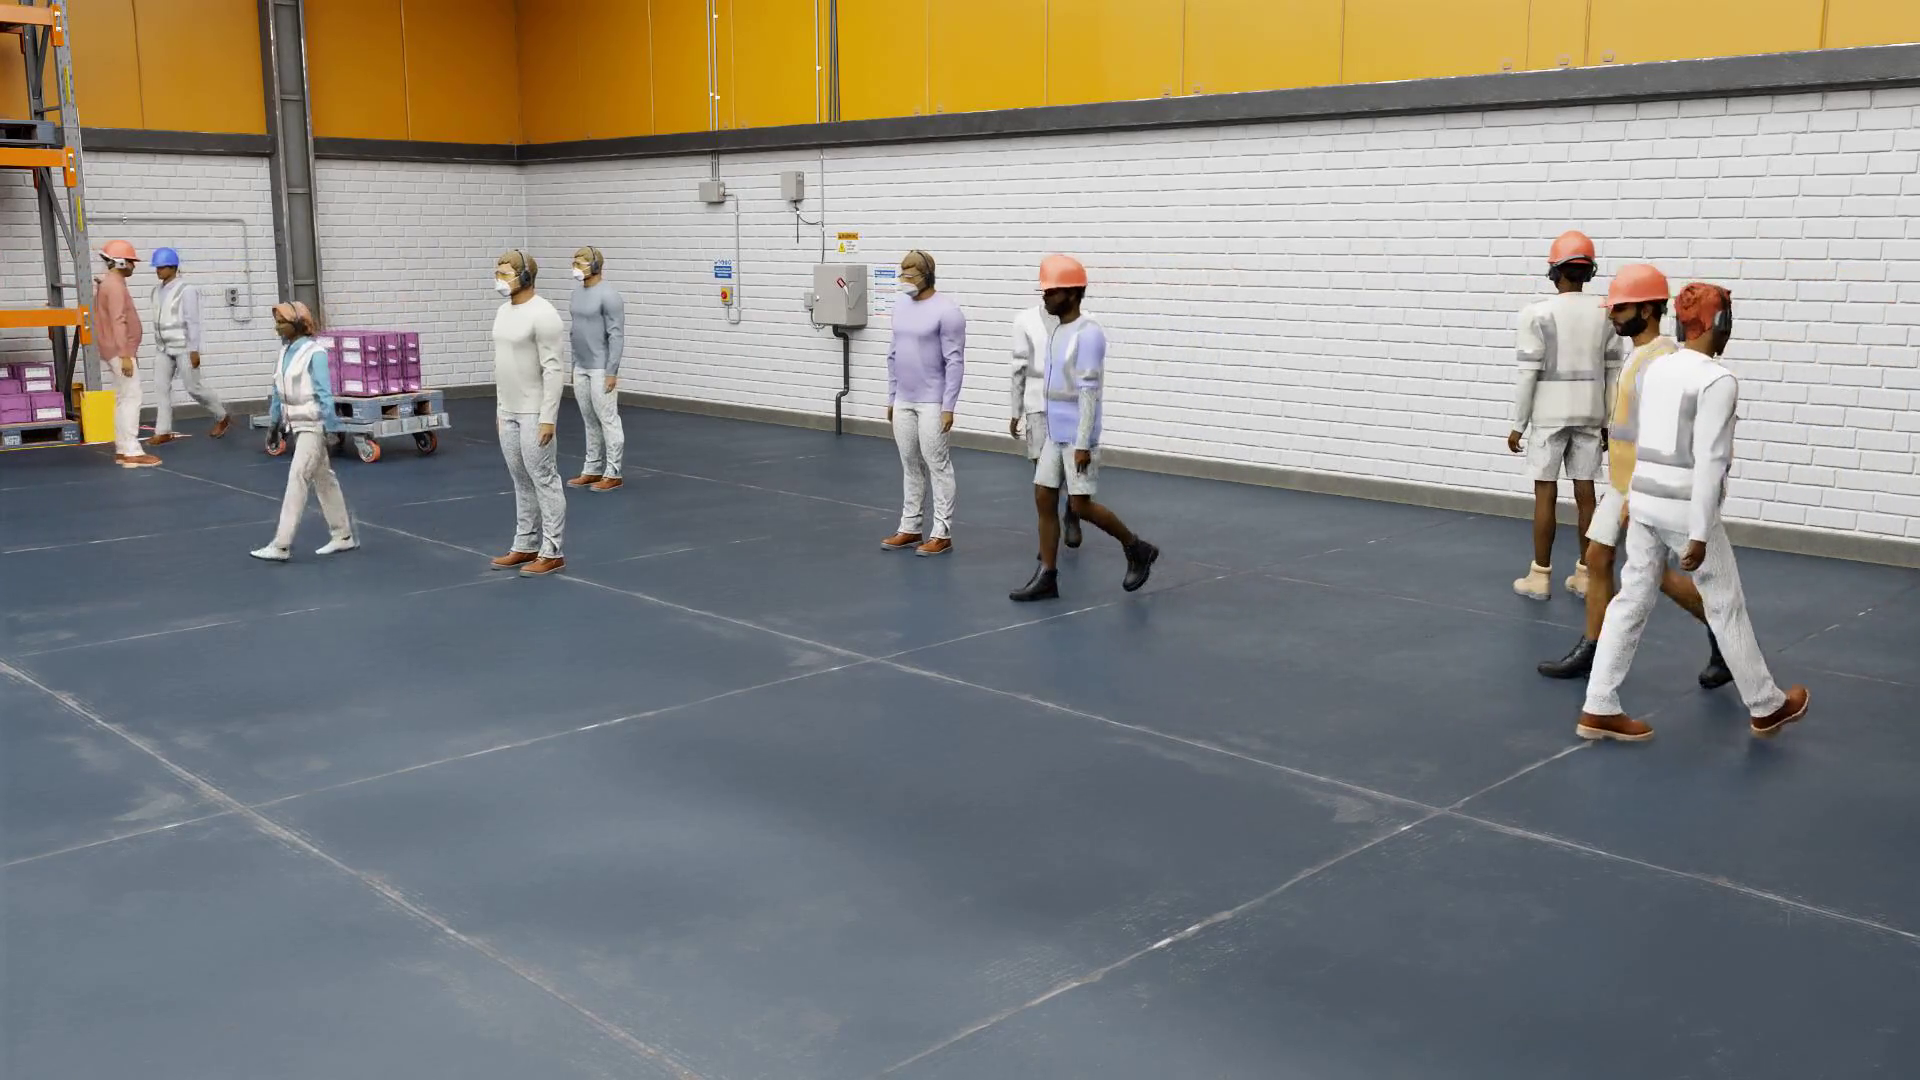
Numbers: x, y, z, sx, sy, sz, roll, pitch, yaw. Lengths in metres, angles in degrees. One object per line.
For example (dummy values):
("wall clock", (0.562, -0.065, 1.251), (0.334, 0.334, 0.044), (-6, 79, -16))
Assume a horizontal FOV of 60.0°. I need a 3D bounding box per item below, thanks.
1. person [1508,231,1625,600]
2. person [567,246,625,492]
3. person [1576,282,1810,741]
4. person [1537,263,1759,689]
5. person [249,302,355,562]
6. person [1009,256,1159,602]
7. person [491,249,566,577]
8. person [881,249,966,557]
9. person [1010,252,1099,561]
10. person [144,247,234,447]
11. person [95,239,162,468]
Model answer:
("person", (3.354, -0.682, 9.256), (0.605, 2.045, 0.381), (-1, 10, -5))
("person", (-2.891, -1.349, 13.191), (0.358, 1.938, 0.634), (-10, 14, -43))
("person", (2.936, -0.101, 6.654), (0.965, 1.828, 0.574), (-3, 11, -15))
("person", (3.119, -0.271, 7.409), (0.844, 1.910, 0.543), (1, 10, 4))
("person", (-4.157, -0.664, 10.324), (0.547, 1.599, 0.798), (10, 14, 43))
("person", (0.685, -0.603, 9.190), (0.763, 1.918, 0.544), (-5, 11, -24))
("person", (-2.581, -0.751, 9.916), (0.370, 1.941, 0.627), (-10, 14, -43))
("person", (-0.237, -0.865, 10.557), (0.370, 1.934, 0.627), (-10, 14, -43))
("person", (0.593, -0.831, 10.402), (0.556, 1.922, 0.487), (2, 11, 8))
("person", (-7.563, -1.886, 16.195), (0.617, 1.920, 0.891), (5, 12, 25))
("person", (-7.343, -1.635, 14.610), (0.405, 1.984, 0.638), (-6, 12, -30))
